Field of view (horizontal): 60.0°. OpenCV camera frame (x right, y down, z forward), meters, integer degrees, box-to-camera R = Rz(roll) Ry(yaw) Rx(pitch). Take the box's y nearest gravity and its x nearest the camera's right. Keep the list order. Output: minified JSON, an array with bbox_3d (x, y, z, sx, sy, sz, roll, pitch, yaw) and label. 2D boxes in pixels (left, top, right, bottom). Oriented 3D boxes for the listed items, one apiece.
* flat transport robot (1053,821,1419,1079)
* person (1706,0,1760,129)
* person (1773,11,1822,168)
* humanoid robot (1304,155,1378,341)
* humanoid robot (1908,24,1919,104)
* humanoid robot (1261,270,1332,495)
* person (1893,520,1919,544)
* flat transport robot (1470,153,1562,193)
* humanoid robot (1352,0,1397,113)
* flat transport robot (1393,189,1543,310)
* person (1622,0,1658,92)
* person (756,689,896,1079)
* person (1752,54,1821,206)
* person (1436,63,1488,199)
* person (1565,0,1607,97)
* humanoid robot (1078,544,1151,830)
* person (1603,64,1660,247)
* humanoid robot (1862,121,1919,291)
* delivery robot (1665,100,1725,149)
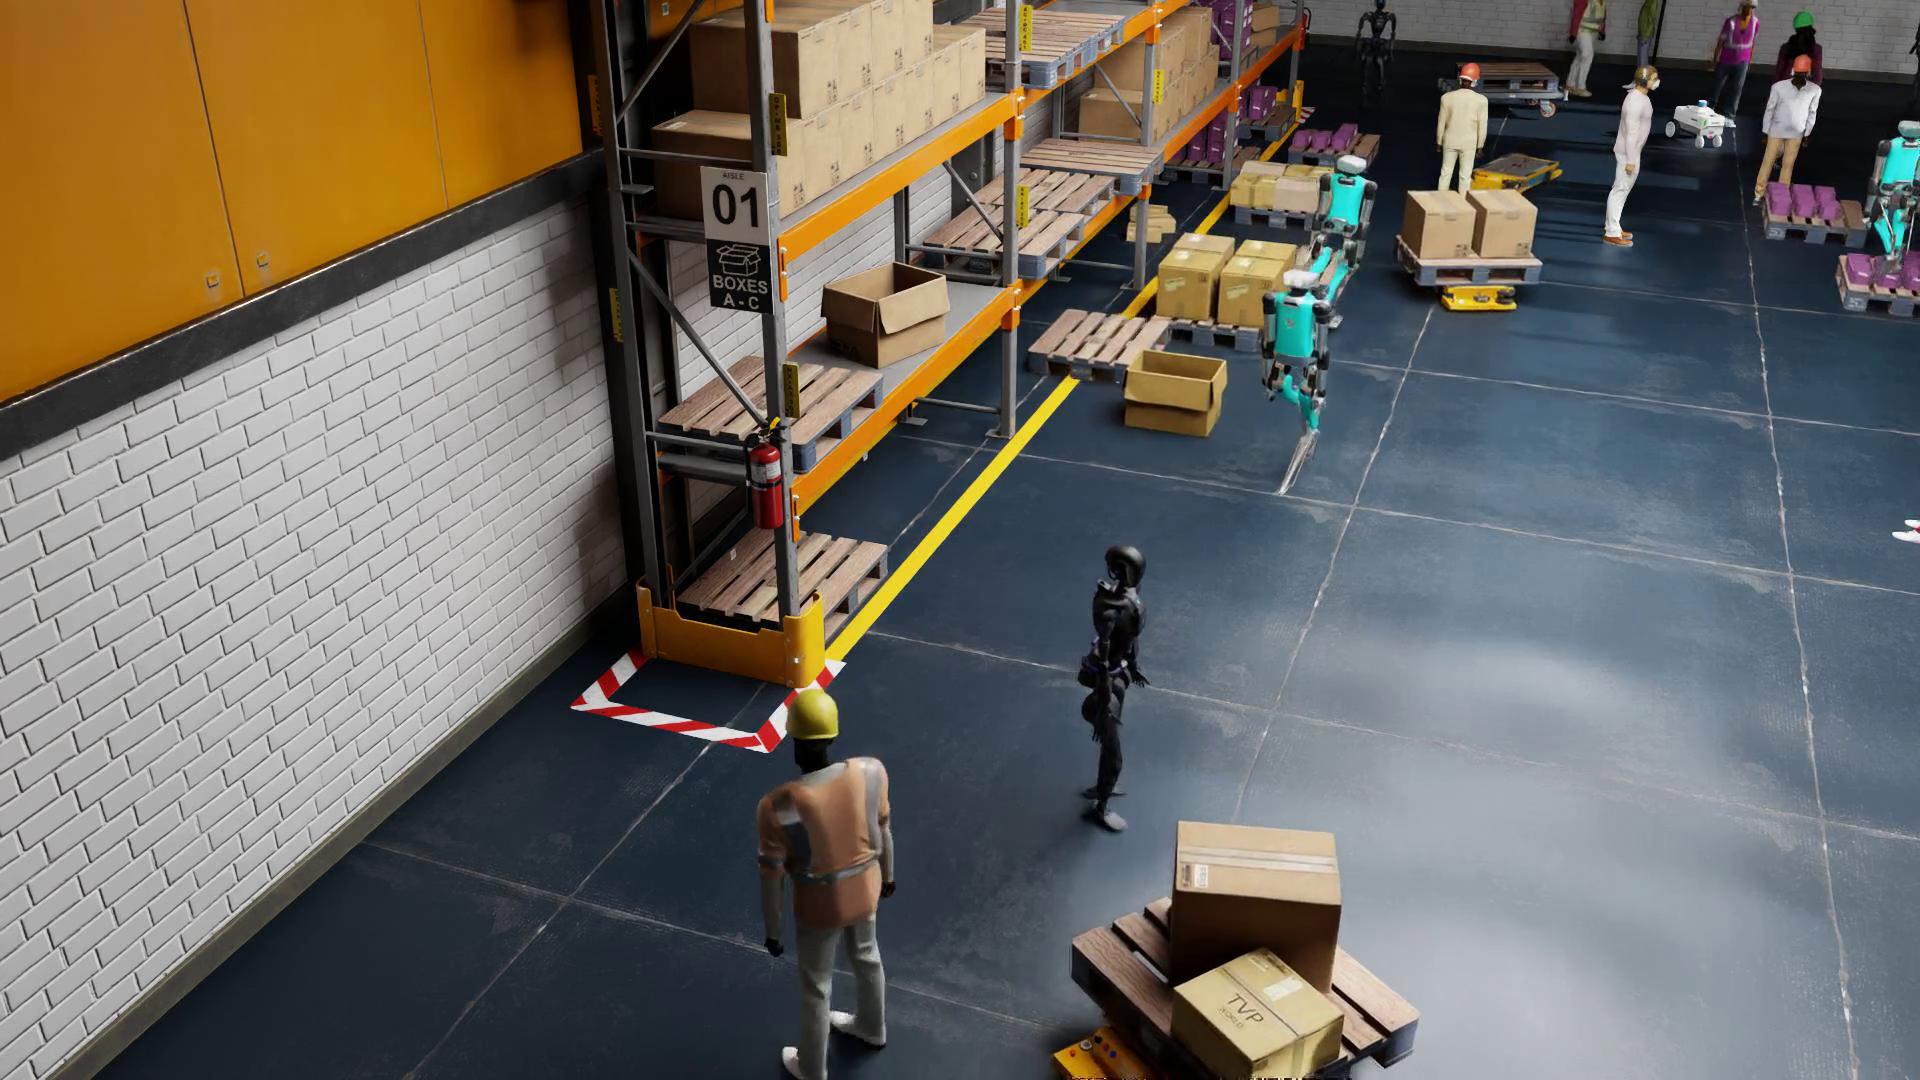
[{"bbox_3d":[1.187,2.220,7.444,1.431,0.231,0.659,-16,31,-28],"label":"flat transport robot"},{"bbox_3d":[10.689,-6.687,23.059,0.544,1.795,0.825,5,28,10],"label":"person"},{"bbox_3d":[10.513,-5.650,20.913,0.563,1.916,0.652,19,33,33],"label":"person"},{"bbox_3d":[3.392,-2.586,15.197,0.561,1.740,1.038,15,31,27],"label":"humanoid robot"},{"bbox_3d":[14.235,-7.240,24.303,0.589,1.625,0.764,21,34,35],"label":"humanoid robot"},{"bbox_3d":[2.666,-1.283,12.657,0.549,1.766,0.941,18,32,31],"label":"humanoid robot"},{"bbox_3d":[6.956,-0.739,11.704,0.284,1.628,0.500,22,35,36],"label":"person"},{"bbox_3d":[6.801,-4.483,20.447,0.659,0.231,1.431,21,34,35],"label":"flat transport robot"},{"bbox_3d":[5.899,-6.925,23.650,0.601,1.643,0.462,0,27,0],"label":"humanoid robot"},{"bbox_3d":[5.100,-2.639,16.869,0.659,0.231,1.431,-1,27,-1],"label":"flat transport robot"},{"bbox_3d":[10.228,-7.537,24.877,0.279,1.633,0.497,5,28,9],"label":"person"},{"bbox_3d":[-0.552,1.494,7.070,0.659,1.911,0.464,-14,30,-24],"label":"person"},{"bbox_3d":[9.633,-4.765,19.372,0.561,1.751,0.323,6,28,12],"label":"person"},{"bbox_3d":[5.695,-4.528,18.910,0.561,1.752,0.325,15,31,27],"label":"person"},{"bbox_3d":[9.362,-7.495,24.600,0.643,1.814,0.691,-23,35,-37],"label":"person"},{"bbox_3d":[0.811,0.746,8.764,0.319,1.651,0.589,10,29,18],"label":"humanoid robot"},{"bbox_3d":[7.271,-4.170,18.019,0.373,1.940,0.628,10,29,19],"label":"person"},{"bbox_3d":[9.171,-3.124,16.233,0.539,1.812,0.770,0,27,1],"label":"humanoid robot"},{"bbox_3d":[9.875,-5.577,22.260,0.499,0.598,0.802,-6,28,-11],"label":"delivery robot"}]
